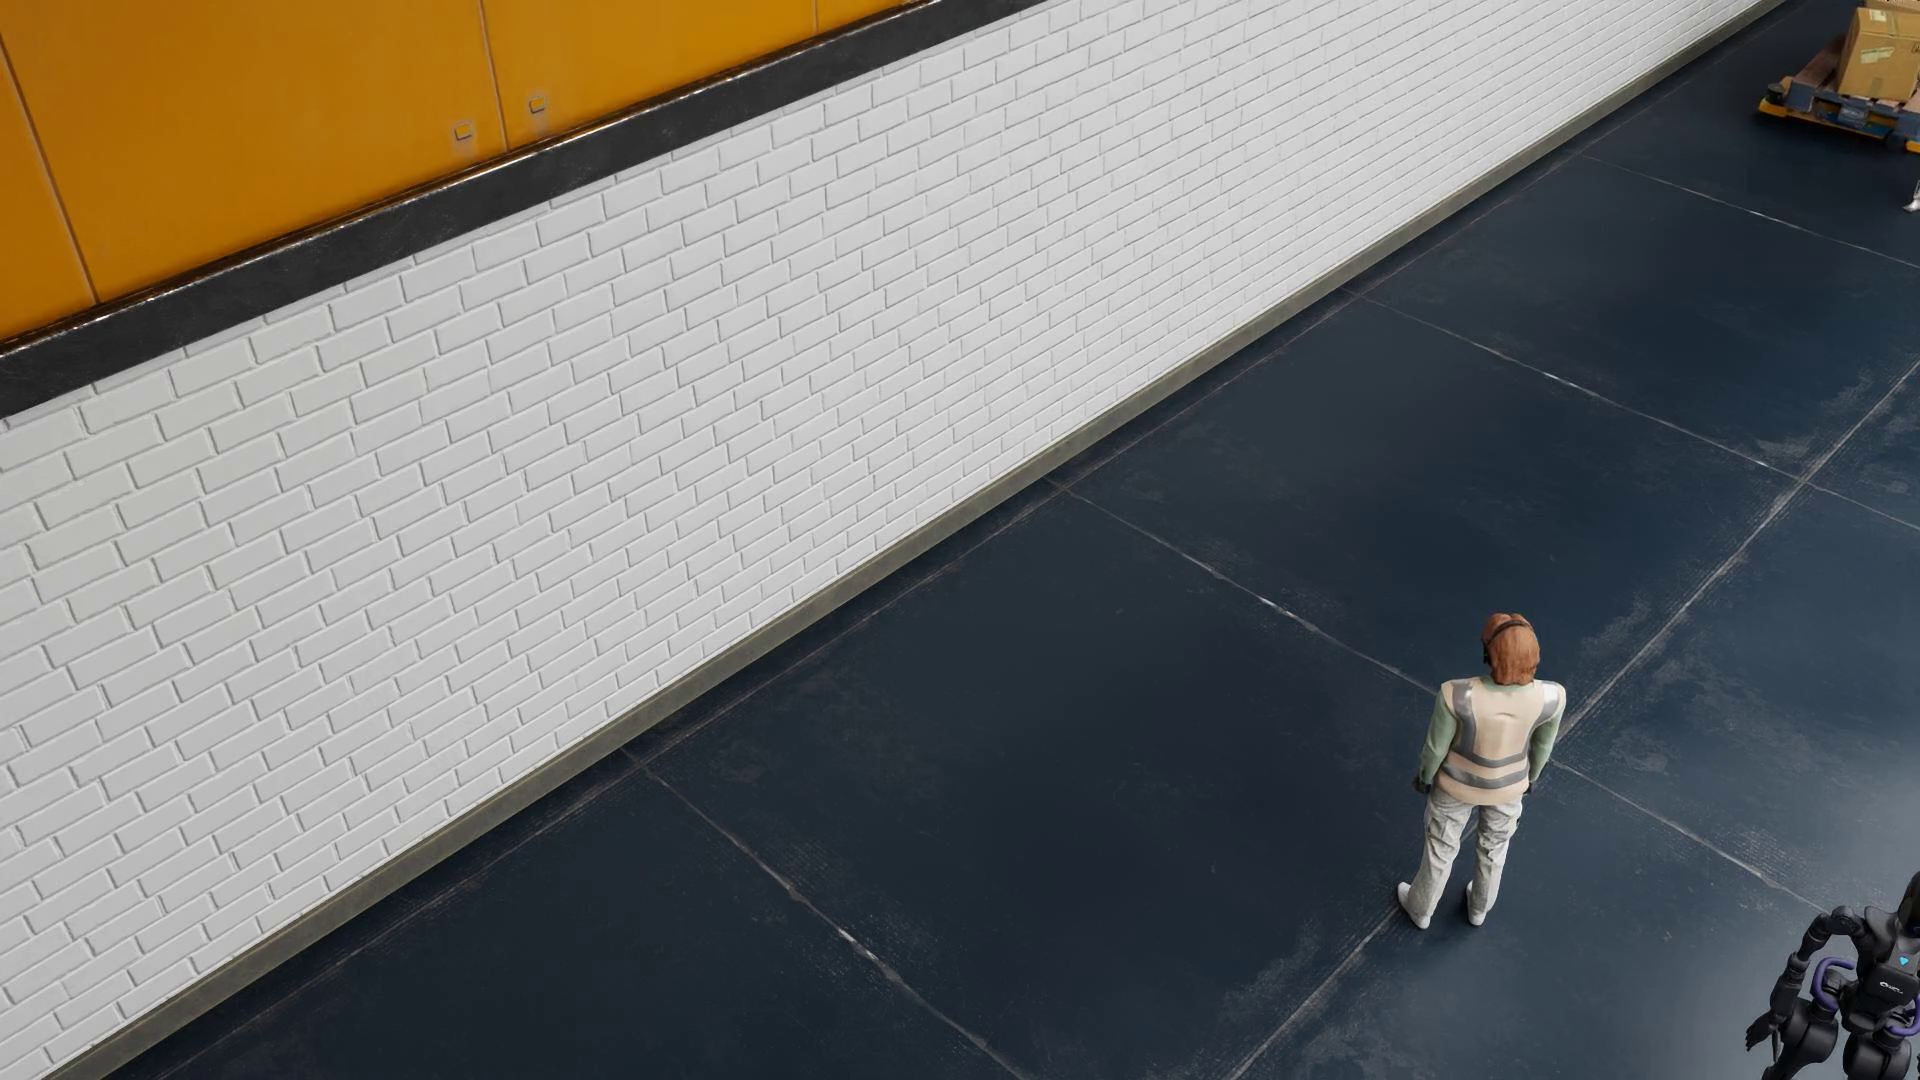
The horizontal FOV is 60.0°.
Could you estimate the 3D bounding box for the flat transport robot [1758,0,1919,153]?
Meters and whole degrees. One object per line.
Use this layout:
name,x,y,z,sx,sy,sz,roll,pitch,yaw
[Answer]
flat transport robot,7.176,-3.398,13.168,1.431,0.231,0.659,27,46,29

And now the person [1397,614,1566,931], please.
person,2.065,0.960,6.622,0.510,1.639,0.306,0,39,0

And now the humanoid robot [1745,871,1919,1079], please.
humanoid robot,3.049,1.690,5.672,0.599,1.653,0.315,19,43,23

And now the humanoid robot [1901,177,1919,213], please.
humanoid robot,6.999,-3.105,11.622,0.562,1.775,0.791,10,40,12
